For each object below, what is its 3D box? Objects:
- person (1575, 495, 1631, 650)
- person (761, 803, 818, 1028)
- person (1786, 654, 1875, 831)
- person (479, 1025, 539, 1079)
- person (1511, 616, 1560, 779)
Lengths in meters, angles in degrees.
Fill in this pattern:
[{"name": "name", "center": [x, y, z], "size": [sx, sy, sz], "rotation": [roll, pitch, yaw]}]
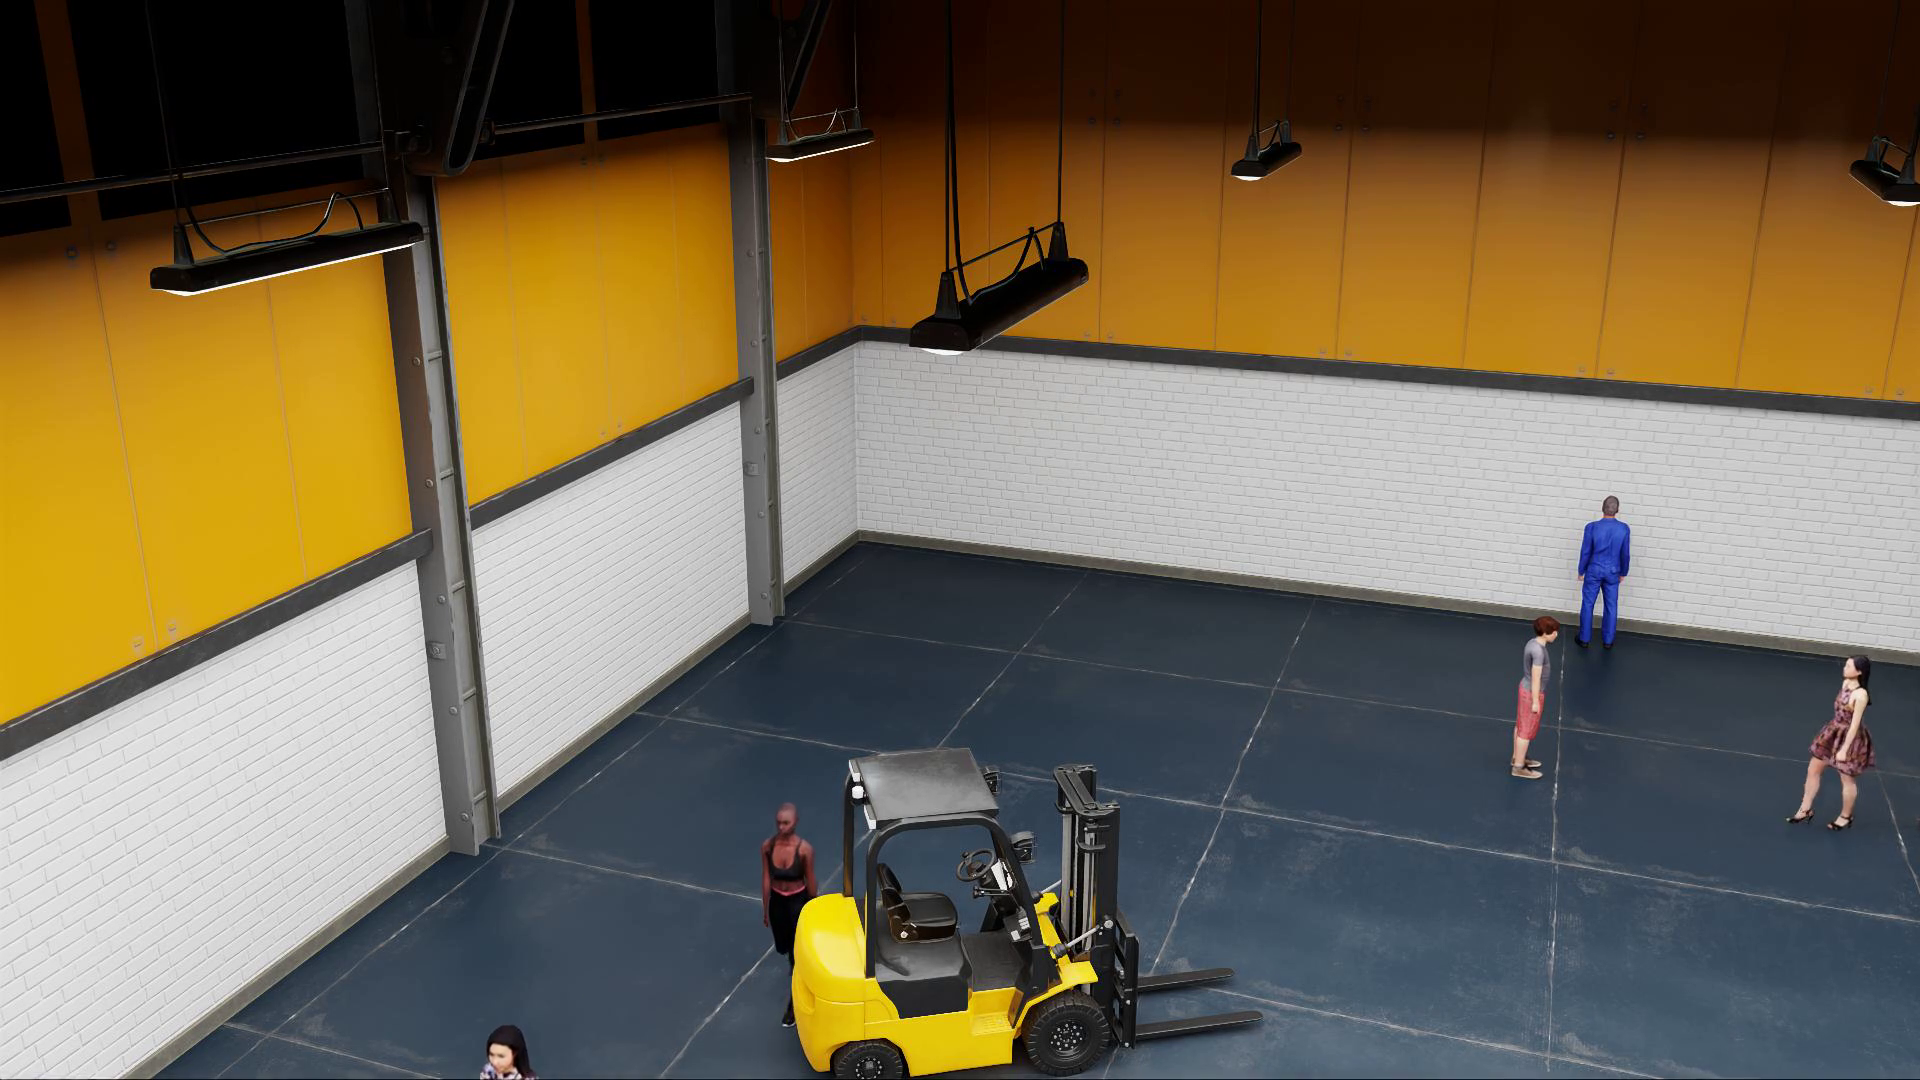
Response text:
[{"name": "person", "center": [7.512, 0.376, 19.431], "size": [0.757, 1.829, 0.619], "rotation": [3, 19, 9]}, {"name": "person", "center": [-1.235, 2.741, 12.556], "size": [0.643, 1.736, 1.001], "rotation": [5, 19, 13]}, {"name": "person", "center": [8.127, 1.867, 15.114], "size": [0.828, 1.758, 0.875], "rotation": [1, 19, 3]}, {"name": "person", "center": [-2.569, 3.643, 9.957], "size": [0.637, 1.684, 1.142], "rotation": [6, 19, 17]}, {"name": "person", "center": [5.611, 1.516, 16.333], "size": [0.637, 1.646, 0.461], "rotation": [6, 19, 17]}]
